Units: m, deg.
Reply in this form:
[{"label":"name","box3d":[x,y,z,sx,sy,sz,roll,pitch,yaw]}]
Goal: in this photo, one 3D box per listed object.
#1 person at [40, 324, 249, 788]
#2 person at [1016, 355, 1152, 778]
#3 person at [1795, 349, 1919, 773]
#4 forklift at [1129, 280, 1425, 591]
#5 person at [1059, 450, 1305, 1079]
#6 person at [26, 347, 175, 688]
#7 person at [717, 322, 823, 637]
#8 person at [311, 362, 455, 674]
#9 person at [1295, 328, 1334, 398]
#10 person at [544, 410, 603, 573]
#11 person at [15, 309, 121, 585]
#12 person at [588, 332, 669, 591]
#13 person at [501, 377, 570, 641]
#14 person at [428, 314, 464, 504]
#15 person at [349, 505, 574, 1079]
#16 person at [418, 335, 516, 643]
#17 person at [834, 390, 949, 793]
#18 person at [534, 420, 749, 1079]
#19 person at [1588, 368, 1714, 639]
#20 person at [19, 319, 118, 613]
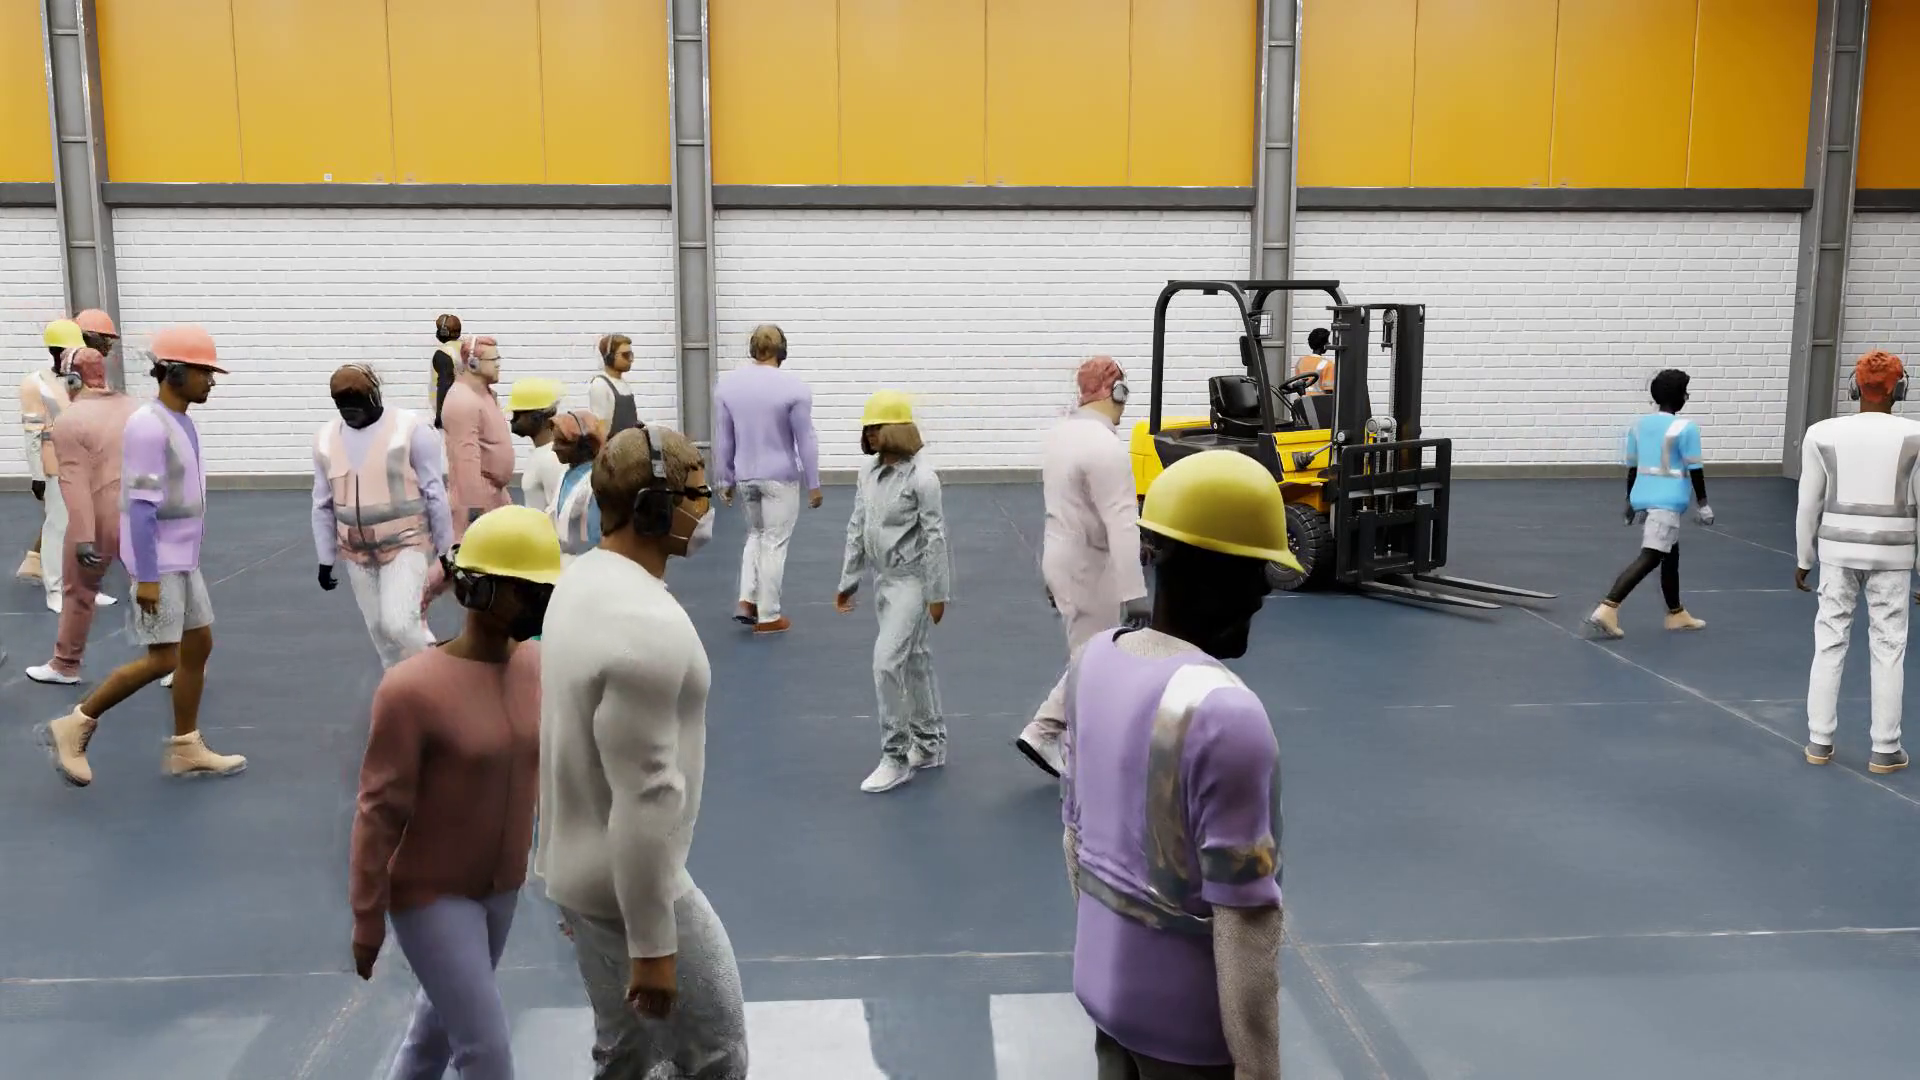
[{"label":"person","box3d":[-3.513,0.083,7.165,0.772,2.014,0.651,-1,9,-8]},{"label":"person","box3d":[0.546,0.169,6.992,0.445,1.884,0.737,-1,9,-9]},{"label":"person","box3d":[4.050,0.096,7.440,0.574,1.887,0.355,7,11,37]},{"label":"forklift","box3d":[2.301,-0.860,12.475,1.214,2.155,2.313,-6,11,-35]},{"label":"person","box3d":[0.393,0.800,2.920,0.381,1.918,0.584,-4,10,-23]},{"label":"person","box3d":[-4.531,-0.104,8.863,1.052,1.844,0.666,3,10,18]},{"label":"person","box3d":[-1.158,-0.364,10.200,0.641,1.921,0.439,5,10,28]},{"label":"person","box3d":[-2.741,0.063,7.880,0.655,1.810,0.463,2,9,12]},{"label":"person","box3d":[3.583,-1.300,16.831,0.321,1.690,0.530,-5,10,-30]},{"label":"person","box3d":[-1.658,0.221,7.451,0.395,1.619,0.523,-7,11,-36]},{"label":"person","box3d":[-6.236,-0.645,11.827,1.041,1.987,0.630,-6,11,-33]},{"label":"person","box3d":[-2.465,-0.533,11.597,0.785,1.826,0.521,3,9,16]},{"label":"person","box3d":[-1.897,0.061,8.142,0.820,1.734,0.533,-3,9,-16]},{"label":"person","box3d":[-4.890,-1.247,16.015,0.429,1.845,0.621,1,9,9]},{"label":"person","box3d":[-1.060,0.777,3.674,0.854,1.711,0.542,5,10,27]},{"label":"person","box3d":[-2.957,-0.297,9.987,0.935,1.871,0.654,0,9,-3]},{"label":"person","box3d":[-0.317,0.217,7.206,0.669,1.723,0.492,-6,11,-35]},{"label":"person","box3d":[-0.678,0.717,3.427,0.461,1.923,0.649,-4,10,-24]},{"label":"person","box3d":[4.225,-0.223,10.151,0.867,1.659,0.531,-2,9,-13]},{"label":"person","box3d":[-5.857,-0.487,10.975,0.382,1.924,0.594,3,10,21]}]
